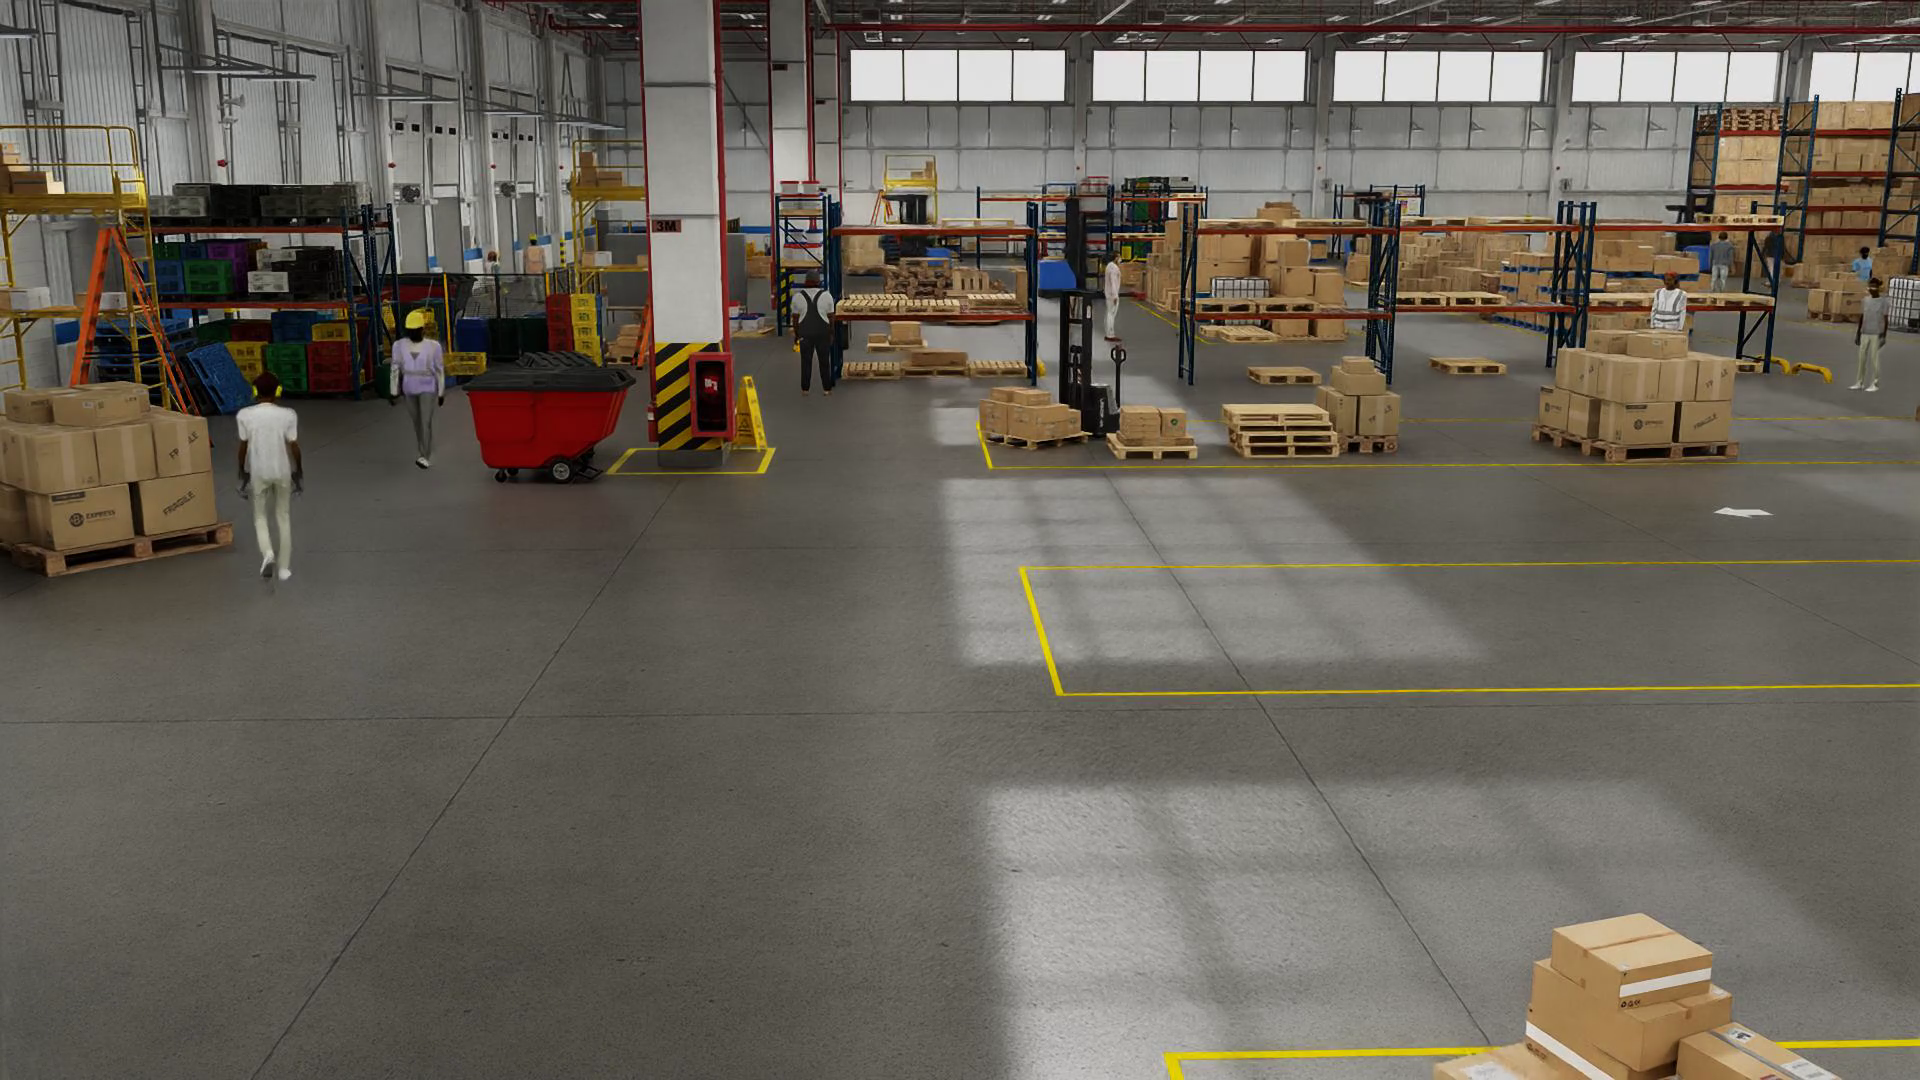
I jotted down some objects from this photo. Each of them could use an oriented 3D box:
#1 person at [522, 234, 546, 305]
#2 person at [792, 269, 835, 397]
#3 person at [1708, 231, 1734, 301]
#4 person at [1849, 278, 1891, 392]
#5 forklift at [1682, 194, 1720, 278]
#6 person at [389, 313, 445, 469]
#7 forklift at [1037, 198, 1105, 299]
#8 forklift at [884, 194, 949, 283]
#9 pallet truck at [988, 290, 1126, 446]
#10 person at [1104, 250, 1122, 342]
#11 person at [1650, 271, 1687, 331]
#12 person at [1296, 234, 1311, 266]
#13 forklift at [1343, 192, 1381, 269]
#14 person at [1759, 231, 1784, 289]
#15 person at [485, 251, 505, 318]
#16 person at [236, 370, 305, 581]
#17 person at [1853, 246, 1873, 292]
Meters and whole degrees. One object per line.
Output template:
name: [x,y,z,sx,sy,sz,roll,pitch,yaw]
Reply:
person: [-11.536,-7.326,45.067,0.605,1.882,0.958,-4,13,-19]
person: [-2.332,-3.312,26.587,0.674,2.000,0.536,0,12,-1]
person: [21.102,-7.596,46.163,0.631,1.939,0.369,8,15,34]
person: [14.910,-3.357,27.211,0.324,1.858,0.531,-7,14,-28]
forklift: [24.878,-10.269,56.087,1.129,2.768,1.873,-4,13,-18]
person: [-6.581,-1.809,20.179,0.609,1.876,1.005,-1,13,-3]
forklift: [3.114,-8.205,46.768,1.873,2.768,1.129,0,12,-2]
forklift: [-1.391,-9.790,53.922,1.873,2.768,1.129,-7,14,-28]
pallet truck: [1.257,-2.299,22.111,1.885,1.965,0.823,-9,15,-35]
person: [3.230,-5.158,35.158,0.350,1.935,0.635,-1,13,-5]
person: [12.113,-3.659,28.514,0.356,1.883,0.574,-12,17,-43]
person: [9.695,-7.866,47.491,0.649,1.920,0.591,-6,14,-25]
forklift: [14.673,-11.186,60.224,1.129,2.768,1.873,0,12,-2]
person: [24.984,-8.758,51.361,0.659,1.950,0.939,-3,13,-13]
person: [-11.473,-6.269,40.876,0.523,1.631,0.323,11,17,41]
person: [-6.048,-0.560,14.582,0.564,1.851,0.400,-5,13,-20]
person: [23.085,-6.689,42.634,0.548,1.681,0.524,-3,13,-13]
